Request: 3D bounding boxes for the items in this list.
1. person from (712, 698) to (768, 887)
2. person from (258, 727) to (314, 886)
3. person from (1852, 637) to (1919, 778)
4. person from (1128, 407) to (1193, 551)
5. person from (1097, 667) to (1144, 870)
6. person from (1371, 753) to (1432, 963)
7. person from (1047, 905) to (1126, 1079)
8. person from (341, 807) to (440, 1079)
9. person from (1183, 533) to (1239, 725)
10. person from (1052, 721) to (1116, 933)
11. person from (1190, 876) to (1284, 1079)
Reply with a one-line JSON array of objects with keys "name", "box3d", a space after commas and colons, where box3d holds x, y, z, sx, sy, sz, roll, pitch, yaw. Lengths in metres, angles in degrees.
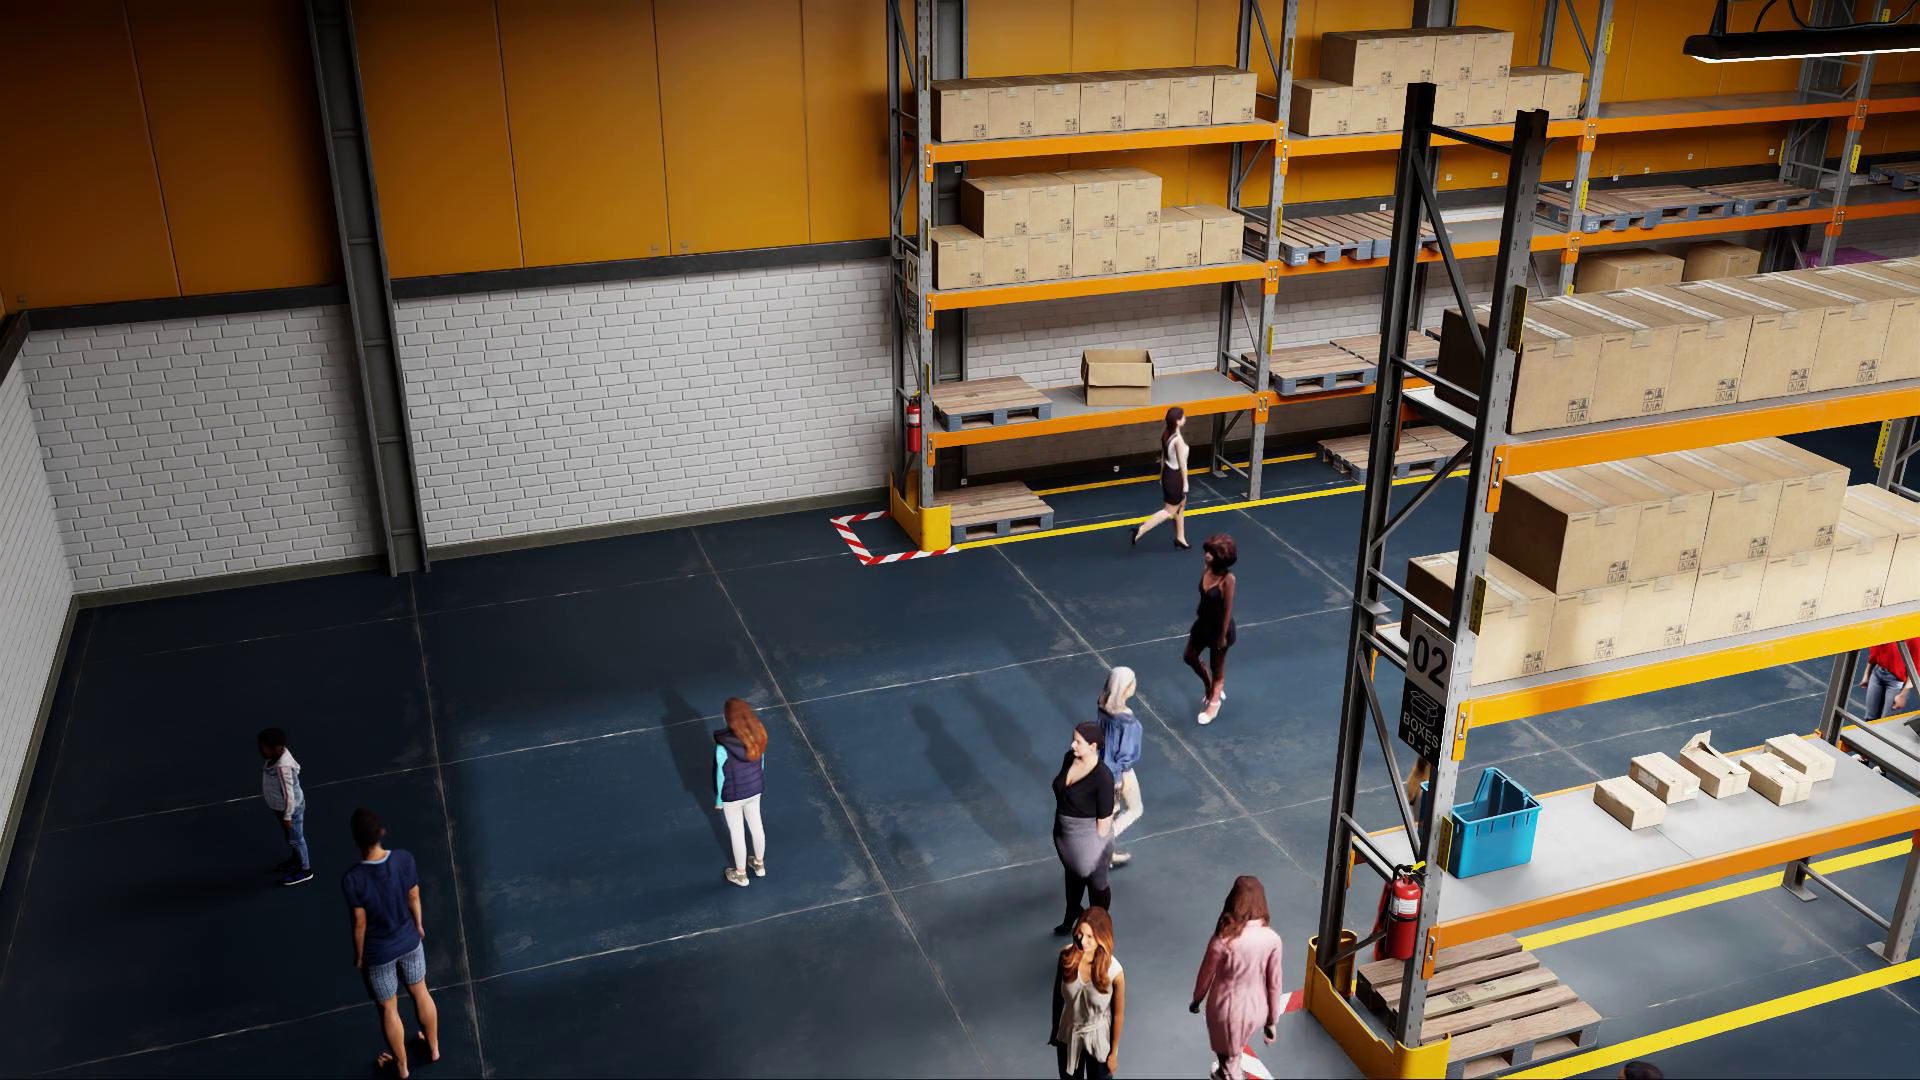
[{"name": "person", "box3d": [-1.599, 1.822, 12.149, 0.632, 1.500, 0.726, -20, 31, -38]}, {"name": "person", "box3d": [-4.946, 1.921, 12.222, 0.514, 1.260, 0.499, -11, 26, -24]}, {"name": "person", "box3d": [7.509, 1.151, 13.427, 0.504, 1.705, 0.617, -7, 25, -16]}, {"name": "person", "box3d": [2.173, -0.590, 17.508, 0.997, 1.627, 0.608, -7, 24, -15]}, {"name": "person", "box3d": [1.057, 1.716, 12.158, 0.663, 1.686, 0.632, -10, 25, -21]}, {"name": "person", "box3d": [3.050, 2.095, 11.148, 0.740, 1.800, 0.717, 3, 24, 8]}, {"name": "person", "box3d": [0.729, 2.844, 9.456, 0.663, 1.785, 0.705, 14, 27, 28]}, {"name": "person", "box3d": [-3.502, 2.477, 10.220, 0.757, 1.844, 0.624, 22, 32, 40]}, {"name": "person", "box3d": [2.241, 0.746, 14.261, 0.680, 1.780, 0.631, -13, 27, -28]}, {"name": "person", "box3d": [0.860, 2.010, 11.394, 0.695, 1.760, 0.721, -15, 28, -30]}, {"name": "person", "box3d": [1.608, 2.820, 9.559, 1.154, 1.744, 0.881, -3, 24, -8]}]
